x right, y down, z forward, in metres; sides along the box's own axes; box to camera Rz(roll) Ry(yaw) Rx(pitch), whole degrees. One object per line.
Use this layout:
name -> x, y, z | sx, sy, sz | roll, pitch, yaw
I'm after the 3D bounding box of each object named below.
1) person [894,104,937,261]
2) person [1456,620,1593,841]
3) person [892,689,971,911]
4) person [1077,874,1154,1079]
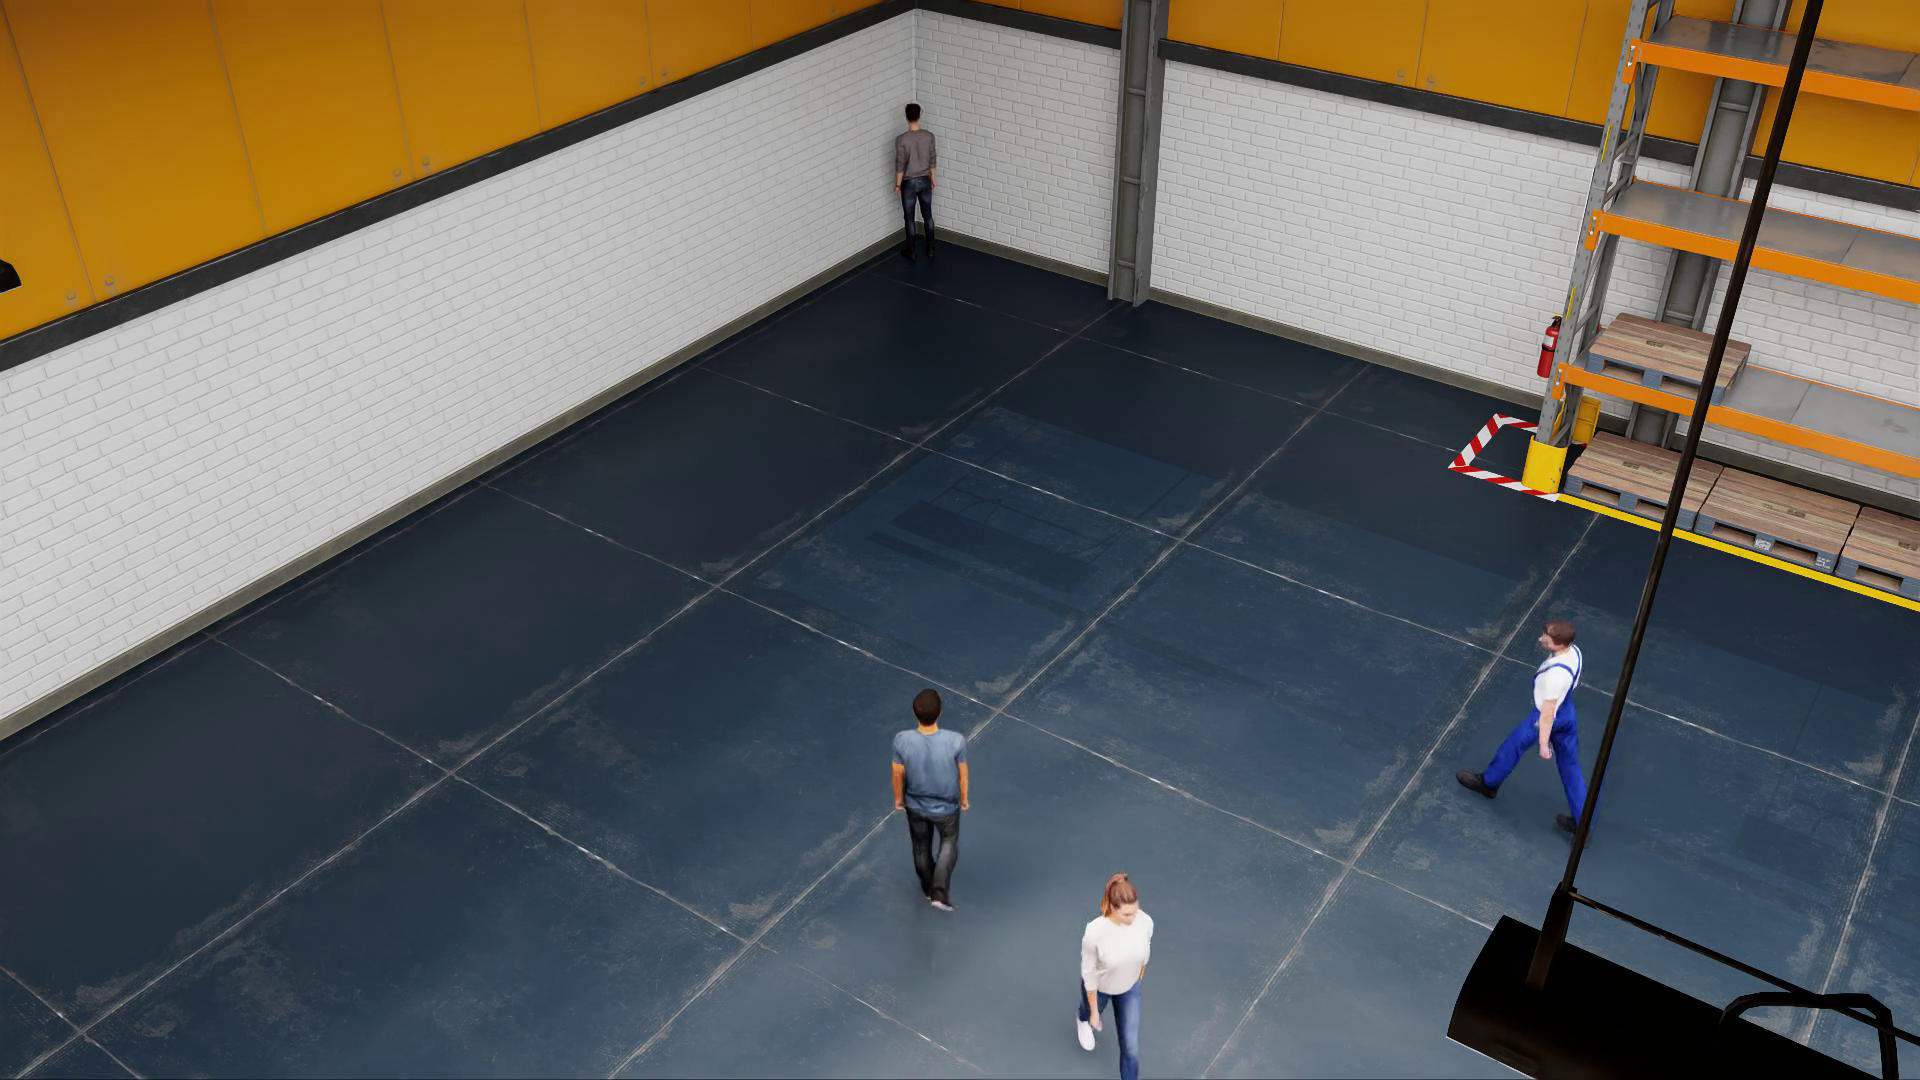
person -> -0.521, -4.305, 20.041 | 0.781, 1.897, 0.797 | -11, 35, -16
person -> 4.207, 1.336, 11.646 | 0.896, 1.796, 1.329 | -27, 42, -34
person -> -0.190, 1.772, 10.983 | 0.901, 1.803, 0.935 | 3, 34, 4
person -> 0.854, 2.600, 9.852 | 1.122, 1.676, 1.198 | -7, 34, -11
